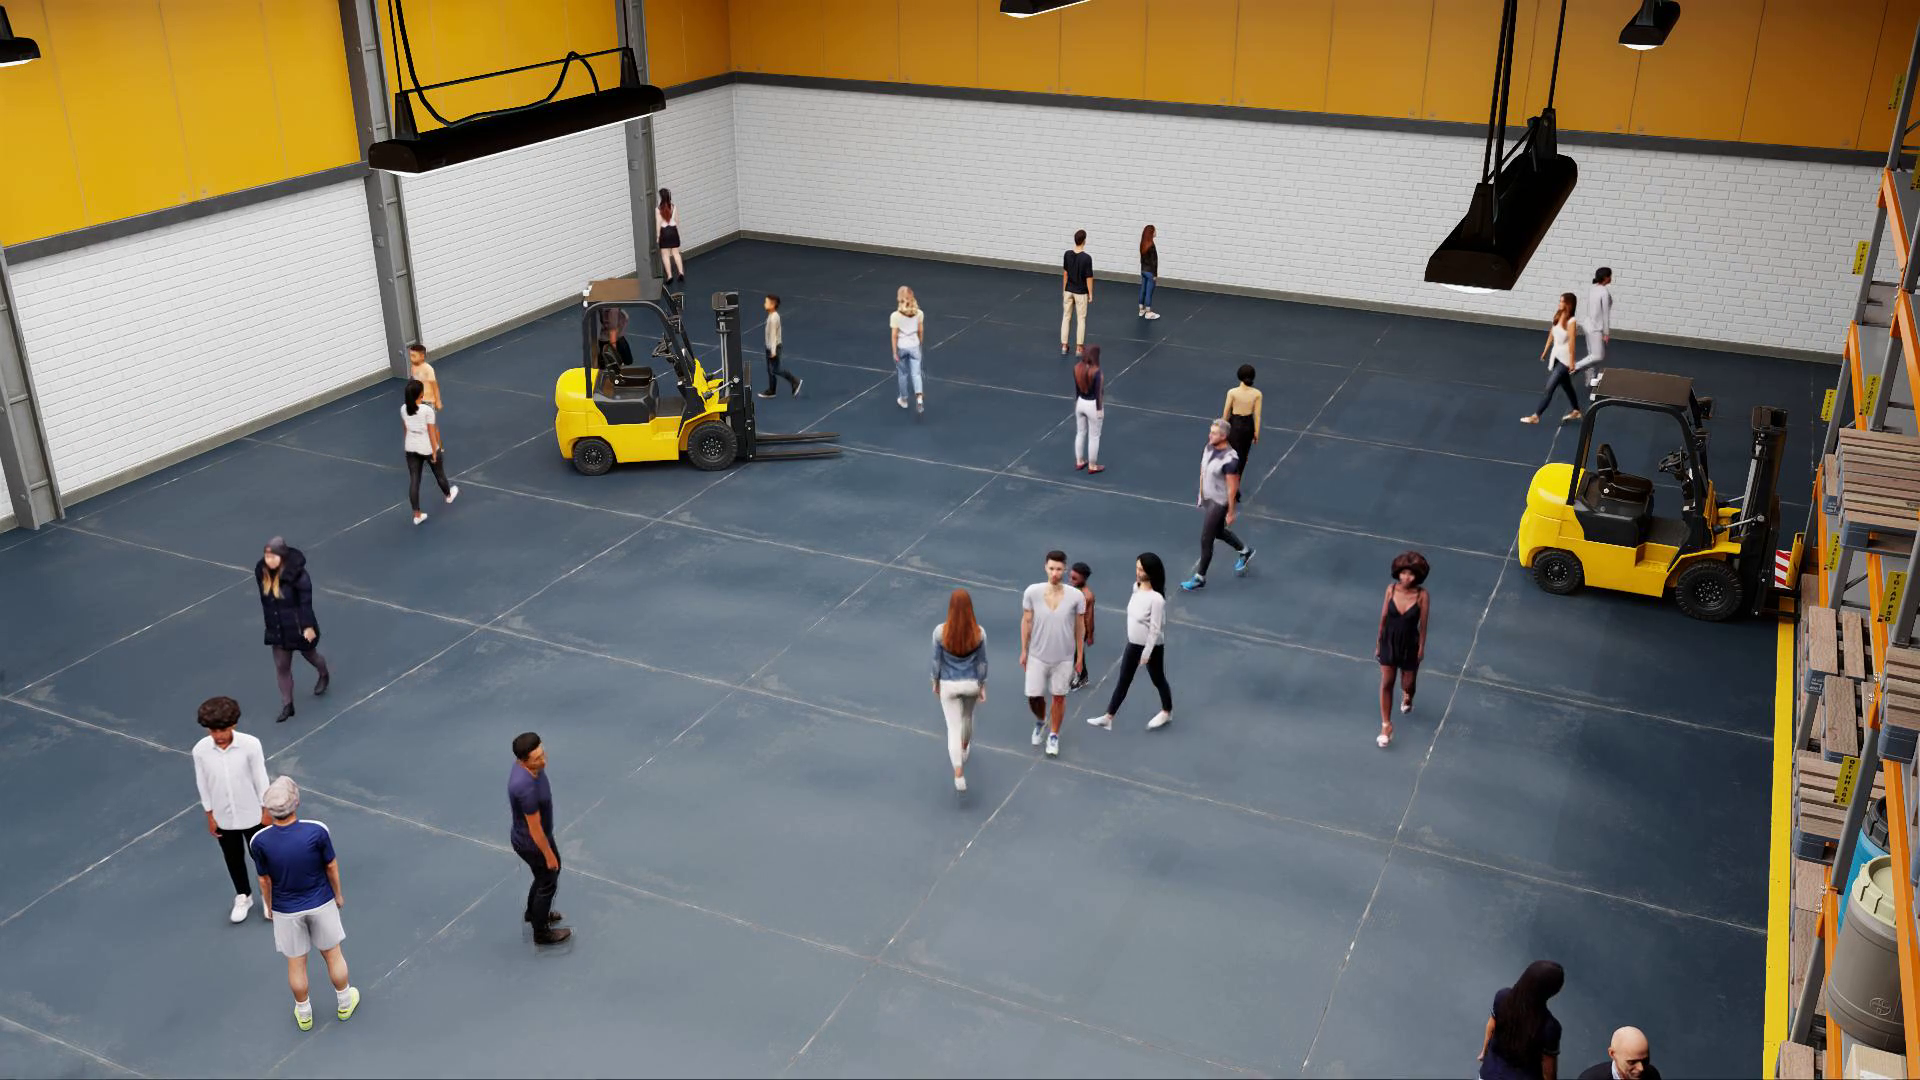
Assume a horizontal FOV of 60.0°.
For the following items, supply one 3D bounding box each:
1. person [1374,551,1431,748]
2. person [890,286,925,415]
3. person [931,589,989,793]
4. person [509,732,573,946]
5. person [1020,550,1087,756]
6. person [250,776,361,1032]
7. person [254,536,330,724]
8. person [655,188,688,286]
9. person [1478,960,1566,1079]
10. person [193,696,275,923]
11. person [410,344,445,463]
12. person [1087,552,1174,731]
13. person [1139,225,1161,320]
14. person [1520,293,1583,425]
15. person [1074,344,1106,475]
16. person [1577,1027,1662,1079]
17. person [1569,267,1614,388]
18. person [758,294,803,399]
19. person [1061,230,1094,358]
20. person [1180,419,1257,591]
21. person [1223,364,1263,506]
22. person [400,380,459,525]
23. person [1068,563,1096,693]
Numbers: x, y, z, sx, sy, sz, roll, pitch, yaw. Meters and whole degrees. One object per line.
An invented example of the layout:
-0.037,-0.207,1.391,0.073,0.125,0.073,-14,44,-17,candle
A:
3.762,0.897,14.165,0.544,1.775,0.779,10,26,22,person
-0.651,-2.477,21.974,1.048,1.702,1.134,-7,25,-16,person
-0.004,1.254,13.486,0.997,1.663,1.213,-2,24,-5,person
-2.962,2.065,11.514,0.833,1.757,0.719,-9,25,-19,person
0.784,0.905,14.051,0.796,1.850,0.789,3,24,6,person
-4.252,2.345,10.771,0.714,1.839,0.780,-9,25,-20,person
-5.866,0.728,14.720,0.861,1.640,1.132,4,24,8,person
-4.905,-5.124,28.102,0.692,1.644,0.773,-12,26,-26,person
3.063,3.063,9.262,0.816,1.733,0.932,16,28,33,person
-5.142,1.899,11.837,0.726,1.803,0.763,-4,24,-10,person
-6.546,-1.733,20.588,0.604,1.449,0.733,14,27,30,person
1.684,0.892,14.310,1.142,1.667,1.020,-12,26,-26,person
2.982,-4.261,26.328,0.684,1.484,0.640,-11,26,-23,person
7.894,-2.316,21.568,1.061,1.732,1.125,-3,24,-7,person
1.566,-1.592,20.070,0.663,1.606,0.674,-20,30,-37,person
3.373,3.276,8.691,0.773,1.800,0.817,-7,25,-15,person
8.692,-2.895,22.908,0.976,1.719,0.995,-2,24,-6,person
-2.462,-2.621,22.618,0.886,1.450,0.861,-5,24,-11,person
1.698,-3.625,24.415,0.634,1.851,0.533,12,26,25,person
2.720,-0.379,17.057,1.270,1.797,1.185,-9,25,-20,person
3.225,-1.182,19.131,0.860,1.606,1.090,0,24,-1,person
-6.070,-0.955,18.626,0.797,1.595,1.140,3,24,6,person
1.137,0.775,15.106,0.649,1.244,0.617,-13,27,-28,person
